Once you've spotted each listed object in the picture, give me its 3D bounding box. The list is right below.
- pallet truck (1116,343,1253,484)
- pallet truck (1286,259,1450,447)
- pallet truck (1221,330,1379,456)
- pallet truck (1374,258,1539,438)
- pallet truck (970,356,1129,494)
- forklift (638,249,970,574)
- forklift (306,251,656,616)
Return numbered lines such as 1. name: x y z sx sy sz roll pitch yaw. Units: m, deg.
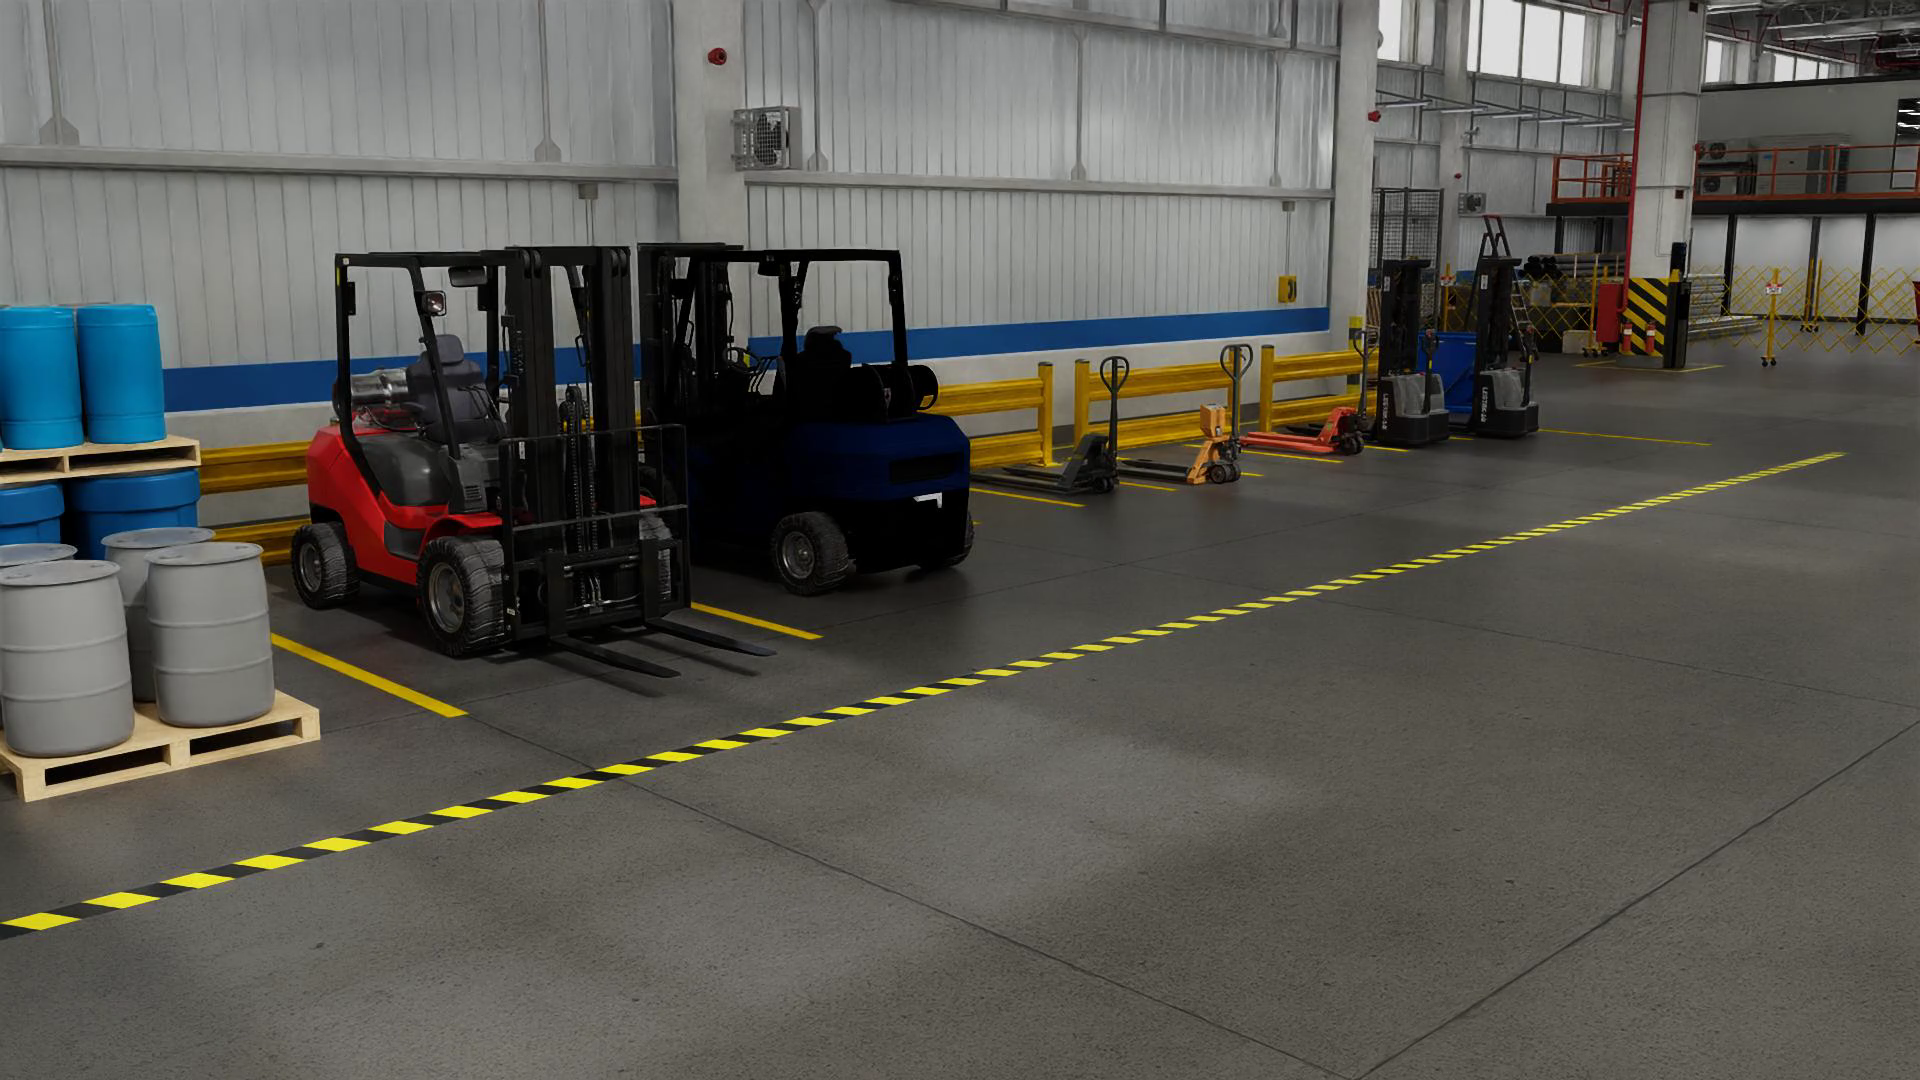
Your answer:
1. pallet truck: 1.962 -1.215 15.415 1.522 1.261 0.704 10 14 43
2. pallet truck: 4.493 -2.078 18.196 0.823 1.965 1.885 -9 14 -40
3. pallet truck: 3.563 -1.581 17.381 0.653 1.274 1.630 -10 14 -44
4. pallet truck: 5.704 -2.208 18.901 1.885 1.965 0.823 10 14 43
5. pallet truck: 0.784 -1.085 14.876 0.680 1.201 1.601 -10 14 -44
6. forklift: -1.173 -0.958 11.239 2.680 1.987 1.157 10 14 43
7. forklift: -2.833 -0.669 9.694 1.157 1.987 2.680 -10 14 -44
